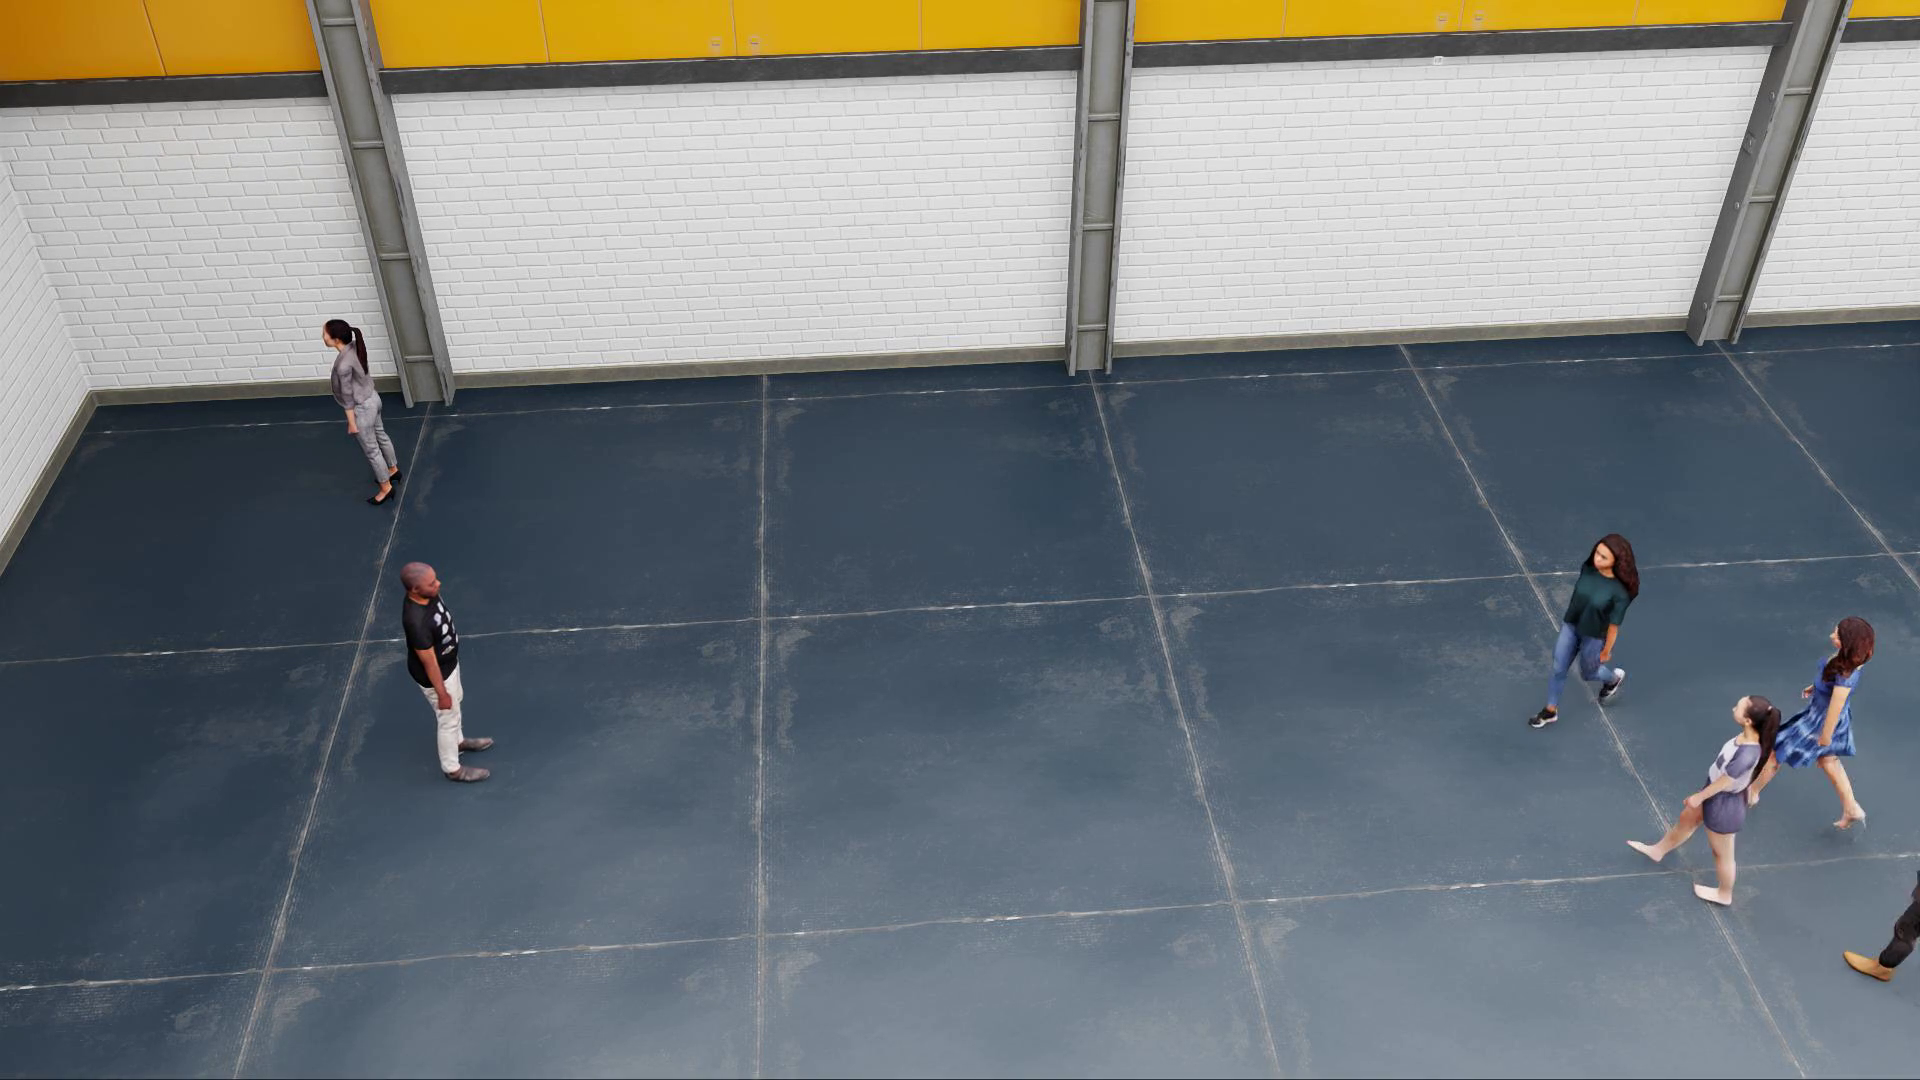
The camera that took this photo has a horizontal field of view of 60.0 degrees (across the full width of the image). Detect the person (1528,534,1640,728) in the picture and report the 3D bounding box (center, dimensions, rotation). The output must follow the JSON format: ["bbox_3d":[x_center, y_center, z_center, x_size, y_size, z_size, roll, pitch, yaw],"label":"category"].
[{"bbox_3d":[4.360,0.613,11.392,1.059,1.597,0.817,-17,42,-20],"label":"person"}]

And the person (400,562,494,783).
[{"bbox_3d":[-3.443,0.849,10.932,0.629,1.801,0.682,-7,39,-8],"label":"person"}]

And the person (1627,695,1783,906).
[{"bbox_3d":[4.738,1.629,10.101,1.016,1.619,0.897,20,43,23],"label":"person"}]

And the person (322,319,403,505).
[{"bbox_3d":[-4.807,-1.052,13.414,0.567,1.674,0.612,-1,39,-1],"label":"person"}]

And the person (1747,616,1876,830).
[{"bbox_3d":[5.519,1.196,10.520,1.195,1.772,1.085,27,46,30],"label":"person"}]
